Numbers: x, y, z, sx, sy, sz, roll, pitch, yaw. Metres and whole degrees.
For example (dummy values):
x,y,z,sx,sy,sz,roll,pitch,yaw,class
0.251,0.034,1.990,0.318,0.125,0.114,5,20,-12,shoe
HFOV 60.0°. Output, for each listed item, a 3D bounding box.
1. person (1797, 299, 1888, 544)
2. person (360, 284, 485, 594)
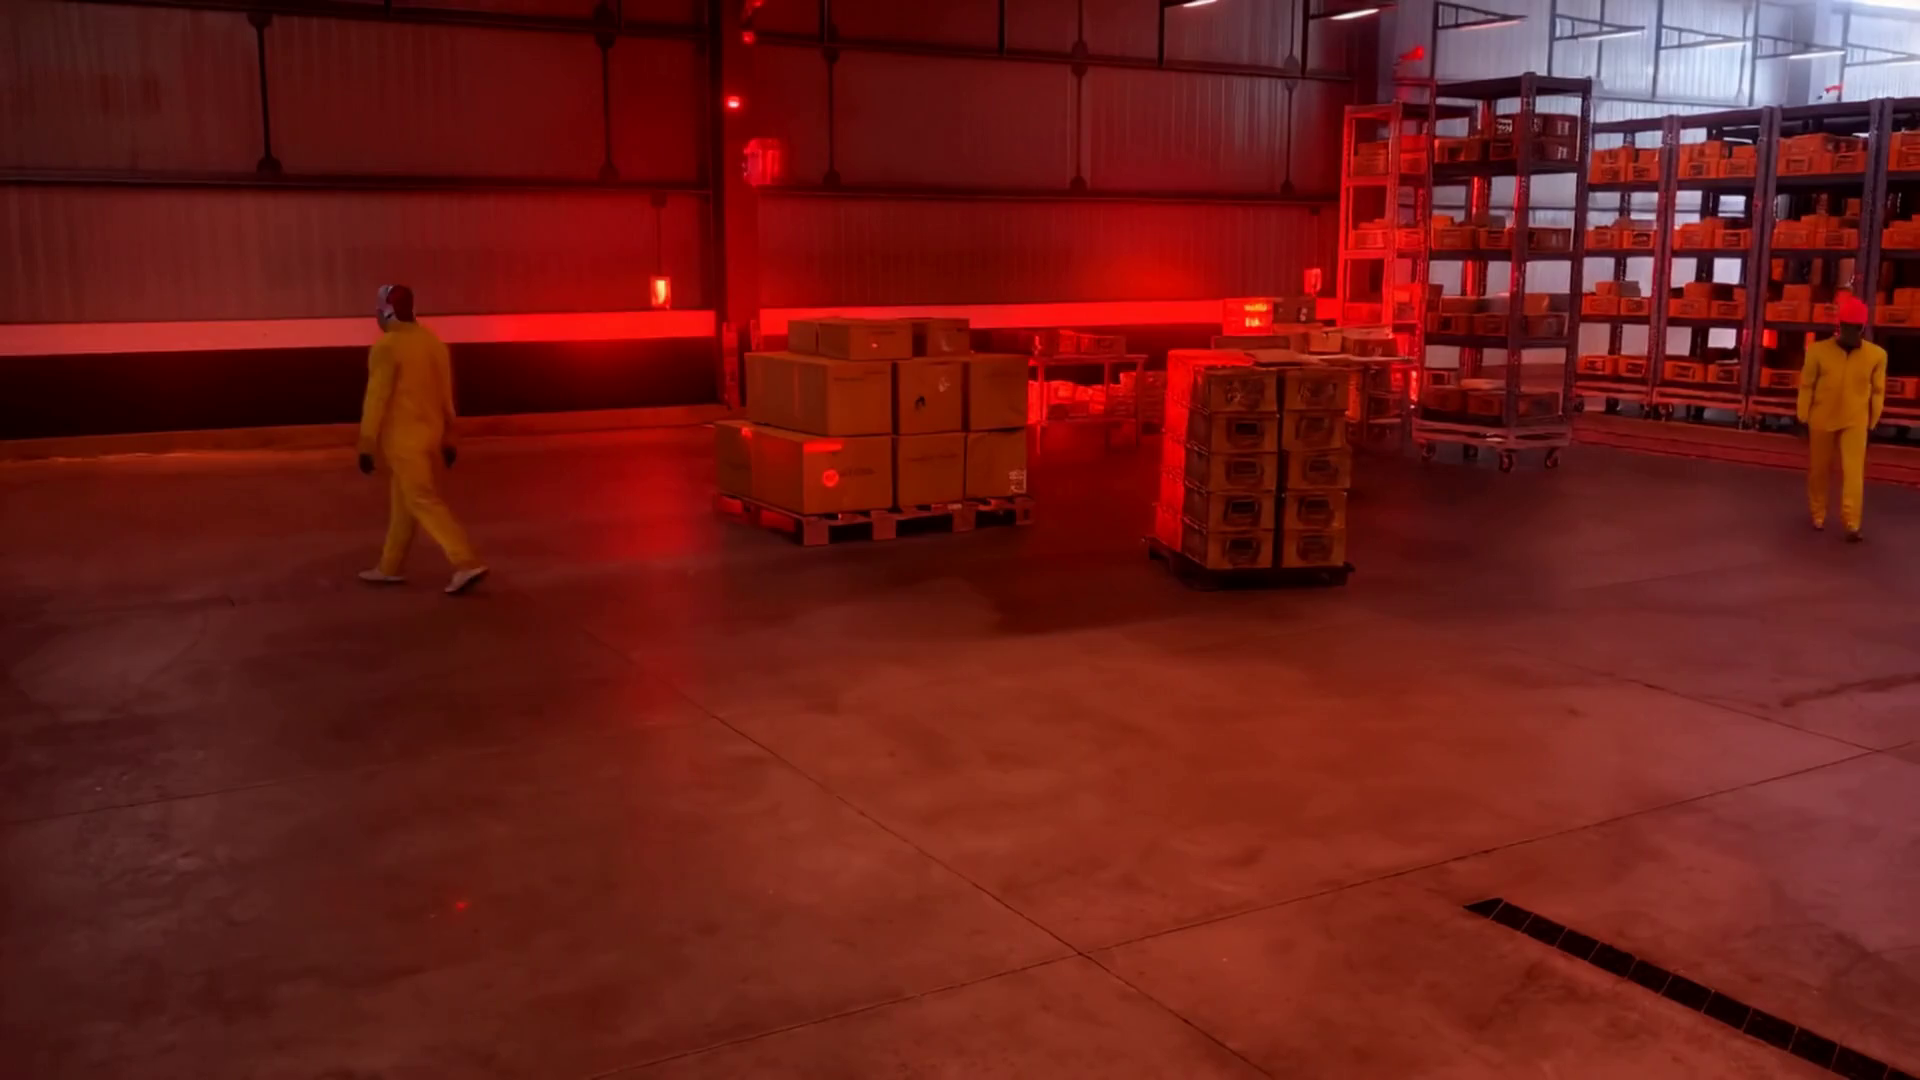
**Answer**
x,y,z,sx,sy,sz,roll,pitch,yaw,class
6.239,-0.846,11.795,0.567,1.702,0.906,4,11,22,person
-3.279,-0.607,10.016,0.999,1.863,0.658,3,11,18,person
